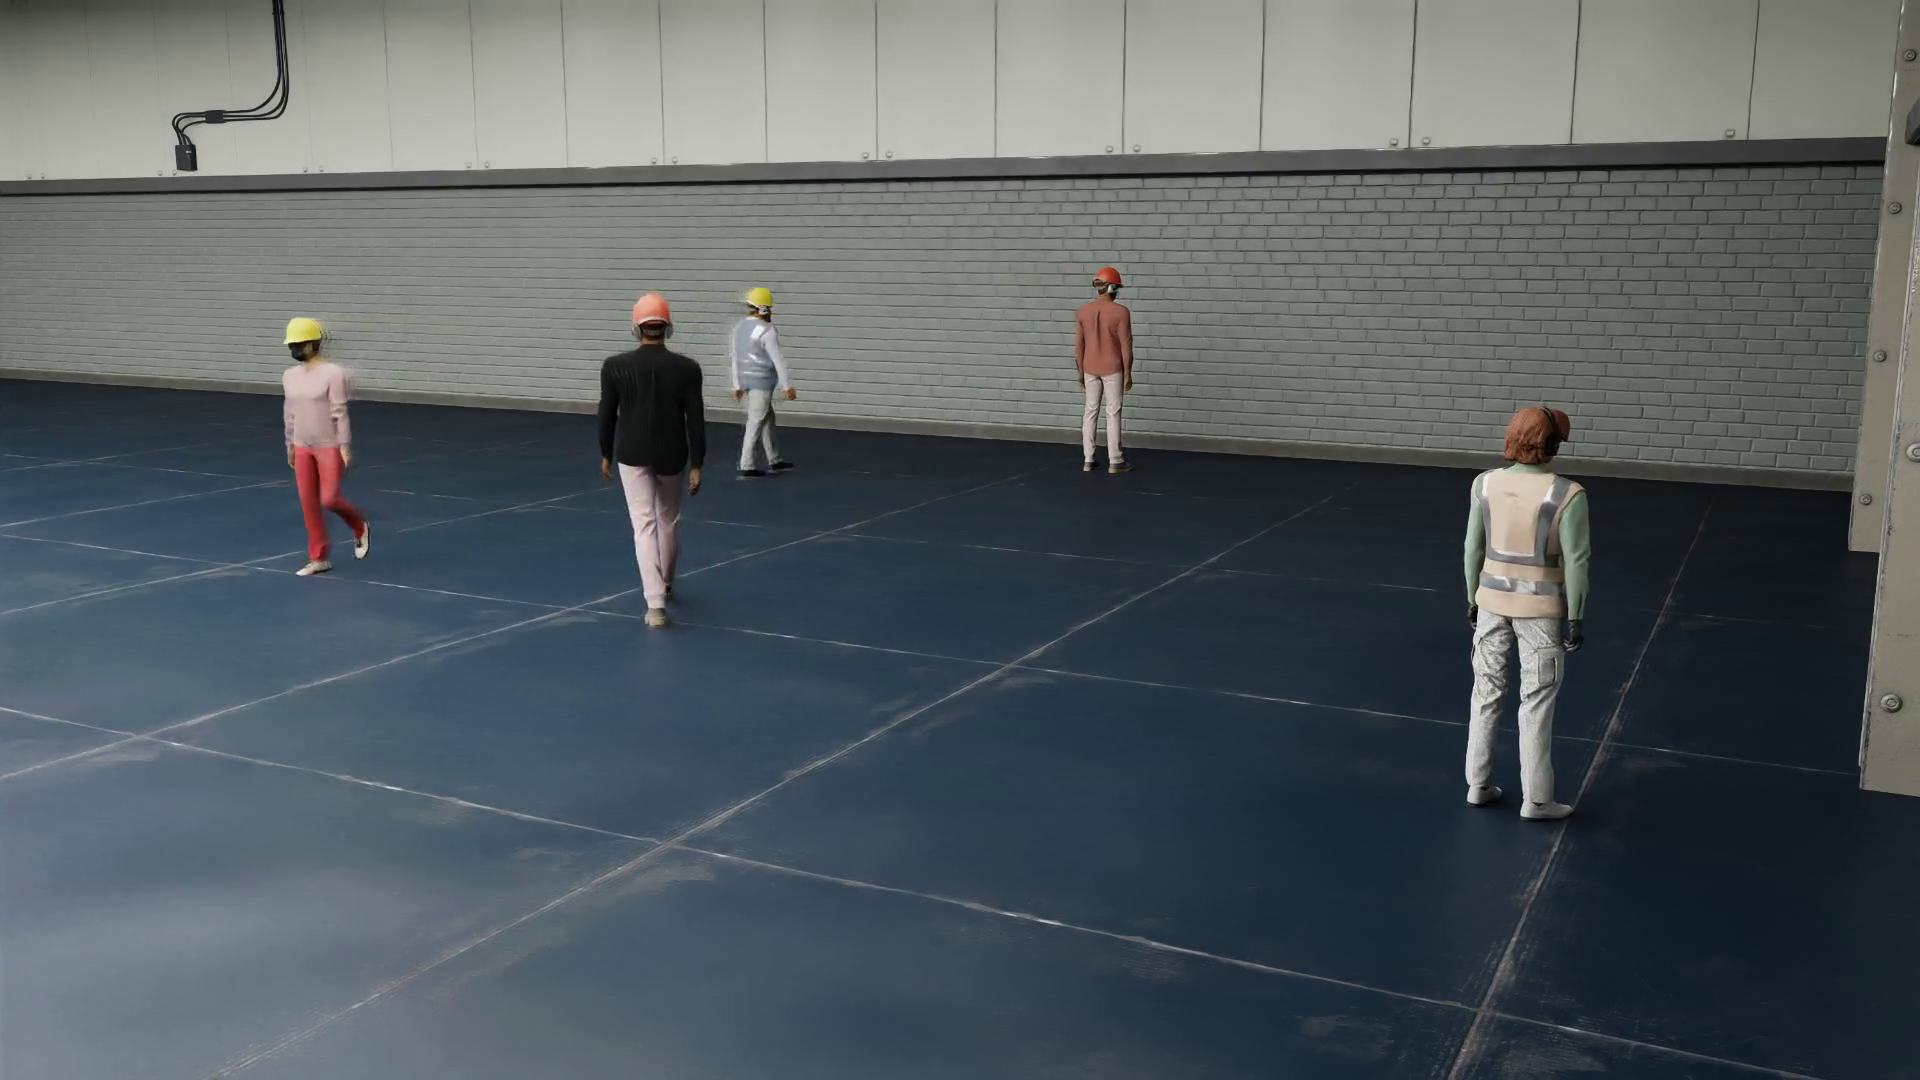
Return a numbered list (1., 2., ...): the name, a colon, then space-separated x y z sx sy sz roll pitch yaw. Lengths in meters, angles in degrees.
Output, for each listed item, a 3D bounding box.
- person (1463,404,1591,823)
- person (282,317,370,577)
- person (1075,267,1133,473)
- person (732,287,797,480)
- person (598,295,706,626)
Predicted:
1. person: 2.223 0.288 6.568 0.312 1.639 0.518 -9 13 -39
2. person: -4.327 -0.638 11.303 0.546 1.750 0.485 4 11 19
3. person: 1.416 -1.645 16.162 0.609 1.986 0.391 7 12 34
4. person: -1.802 -1.480 15.756 0.787 1.799 0.595 -7 13 -35
5. person: -1.862 -0.499 10.055 0.604 1.937 1.045 -3 11 -17
